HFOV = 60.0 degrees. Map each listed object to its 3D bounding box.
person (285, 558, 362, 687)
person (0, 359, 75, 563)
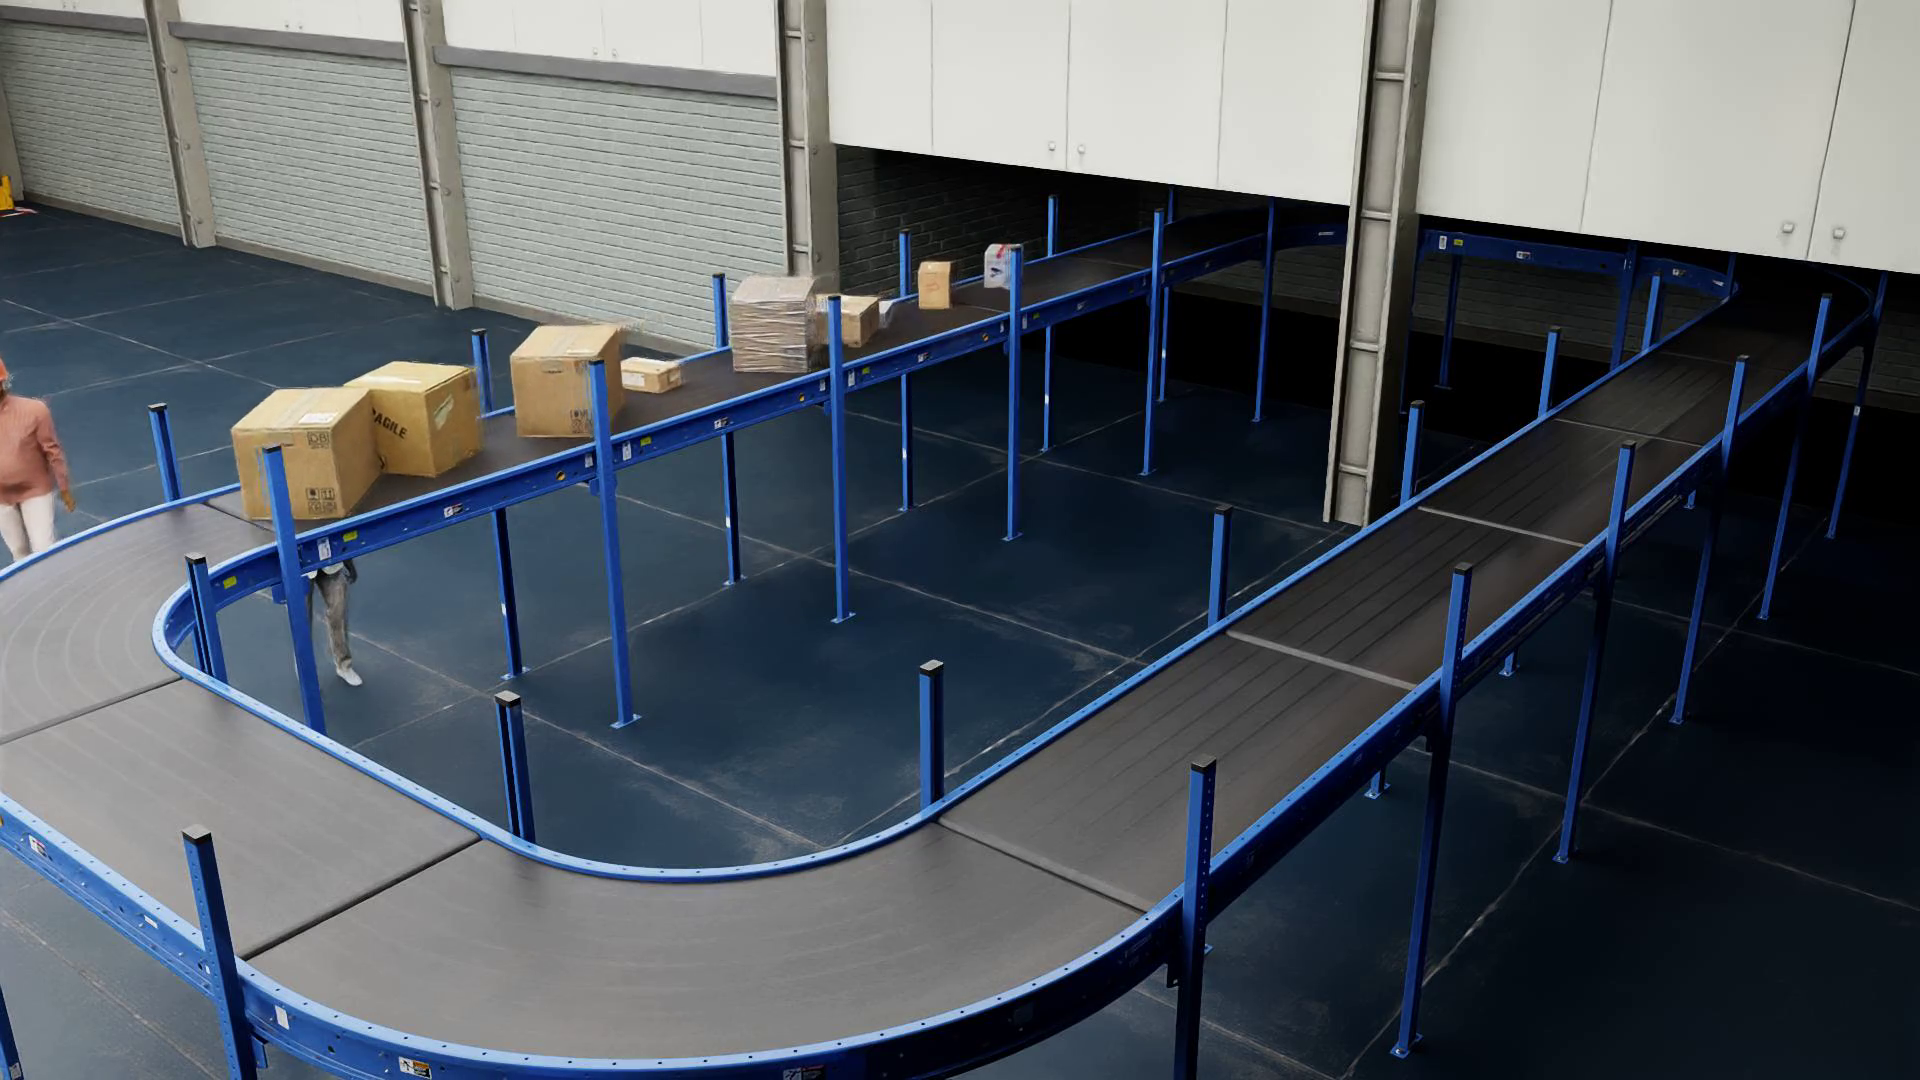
[{"bbox_3d":[-4.062,0.196,10.455,0.522,1.637,0.310,-16,27,-35],"label":"person"},{"bbox_3d":[-6.393,-0.302,11.255,0.656,1.977,0.475,-5,22,-12],"label":"person"}]
